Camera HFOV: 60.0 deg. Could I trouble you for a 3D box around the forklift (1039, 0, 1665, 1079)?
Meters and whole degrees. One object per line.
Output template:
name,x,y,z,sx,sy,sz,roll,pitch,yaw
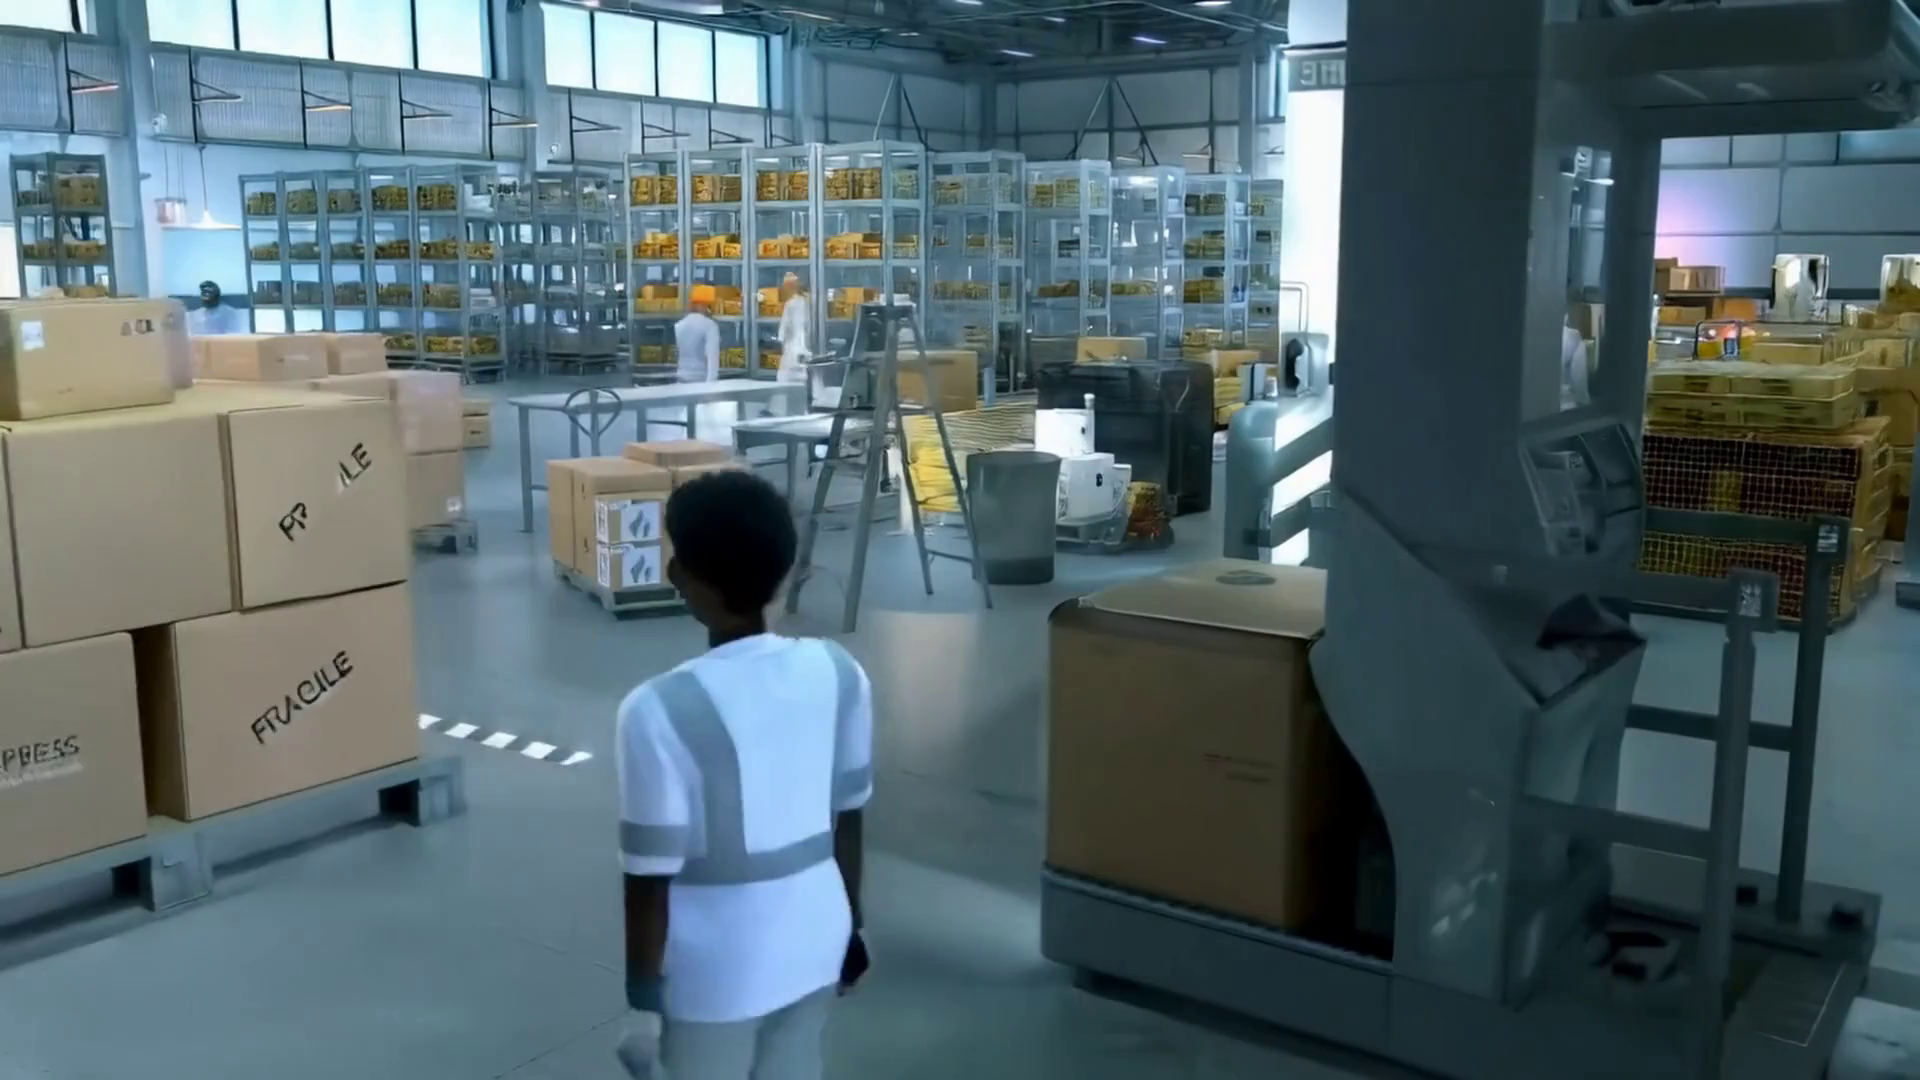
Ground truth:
forklift,1.249,-0.137,4.360,1.873,2.768,1.129,7,12,35

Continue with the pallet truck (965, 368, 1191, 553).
pallet truck,0.845,-0.609,11.869,1.630,1.274,0.653,7,12,35

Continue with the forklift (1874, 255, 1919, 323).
forklift,22.089,-5.634,38.796,1.157,1.987,2.680,6,11,33

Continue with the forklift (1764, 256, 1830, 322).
forklift,20.253,-5.854,40.139,1.157,1.987,2.680,7,12,35

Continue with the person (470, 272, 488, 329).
person,-9.765,-4.523,33.679,0.772,1.805,0.580,8,13,41

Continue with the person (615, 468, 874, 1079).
person,-0.318,0.723,2.803,0.512,1.685,0.541,7,12,38

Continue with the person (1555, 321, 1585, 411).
person,4.531,-1.081,12.944,0.614,1.898,1.034,4,10,23

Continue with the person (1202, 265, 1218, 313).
person,7.337,-7.121,48.580,0.617,1.993,0.396,9,13,44

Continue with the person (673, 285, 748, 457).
person,-2.480,-1.568,16.130,0.617,1.779,0.929,7,12,34

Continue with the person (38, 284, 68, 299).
person,-10.512,-2.104,19.420,0.326,1.752,0.561,-7,12,-37

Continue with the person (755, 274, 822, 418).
person,-2.128,-2.503,21.515,1.005,1.861,0.662,-1,10,-6

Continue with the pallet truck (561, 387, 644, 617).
pallet truck,-1.981,-0.274,10.088,0.680,1.201,1.601,-5,11,-28

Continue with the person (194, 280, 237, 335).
person,-8.464,-2.031,18.862,0.594,1.787,0.970,3,10,18
